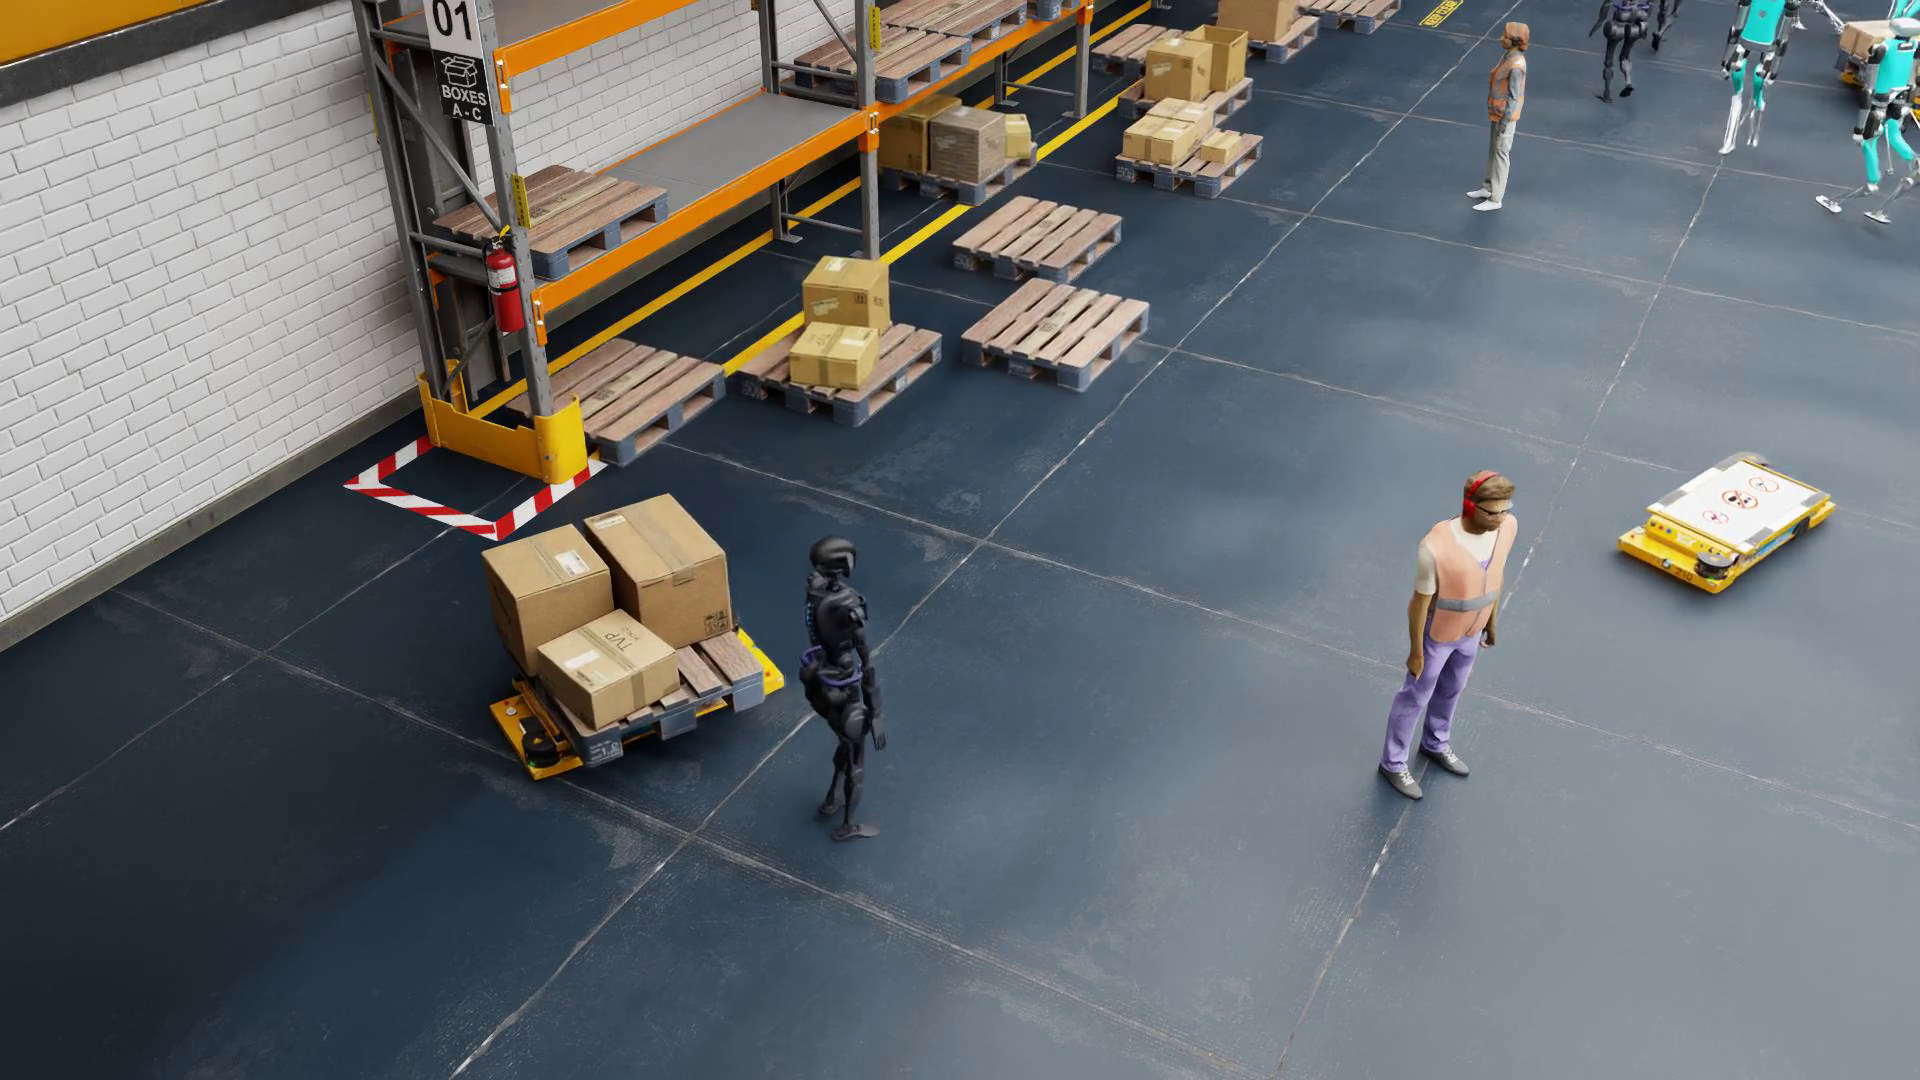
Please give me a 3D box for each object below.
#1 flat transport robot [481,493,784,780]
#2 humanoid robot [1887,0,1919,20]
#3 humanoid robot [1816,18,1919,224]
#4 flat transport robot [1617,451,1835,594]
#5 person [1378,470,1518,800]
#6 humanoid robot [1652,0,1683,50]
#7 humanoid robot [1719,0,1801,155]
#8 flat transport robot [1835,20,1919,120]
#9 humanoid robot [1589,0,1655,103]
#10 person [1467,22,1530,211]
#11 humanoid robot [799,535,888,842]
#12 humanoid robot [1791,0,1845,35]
[{"bbox_3d":[-1.731,0.801,8.936,1.431,0.231,0.659,-20,38,-27],"label":"flat transport robot"},{"bbox_3d":[10.078,-5.804,17.661,0.712,1.868,0.553,-21,39,-29],"label":"humanoid robot"},{"bbox_3d":[7.890,-3.461,14.062,0.537,1.763,0.922,-10,35,-15],"label":"humanoid robot"},{"bbox_3d":[4.786,-0.128,10.342,1.431,0.231,0.659,-25,41,-32],"label":"flat transport robot"},{"bbox_3d":[2.368,0.435,8.076,0.559,1.834,0.391,-19,38,-26],"label":"person"},{"bbox_3d":[7.872,-6.269,18.373,0.620,1.640,0.586,-27,42,-35],"label":"humanoid robot"},{"bbox_3d":[7.499,-4.432,15.623,0.554,1.893,0.761,26,41,34],"label":"humanoid robot"},{"bbox_3d":[9.828,-4.638,17.165,0.659,0.231,1.431,-5,34,-7],"label":"flat transport robot"},{"bbox_3d":[6.731,-5.241,16.805,0.591,1.647,0.422,-6,34,-8],"label":"humanoid robot"},{"bbox_3d":[4.718,-3.685,14.476,0.310,1.641,0.512,4,34,7],"label":"person"},{"bbox_3d":[-0.541,0.704,7.807,0.327,1.644,0.586,-21,39,-28],"label":"humanoid robot"},{"bbox_3d":[9.722,-6.489,18.650,0.535,1.741,0.980,-26,41,-33],"label":"humanoid robot"}]
